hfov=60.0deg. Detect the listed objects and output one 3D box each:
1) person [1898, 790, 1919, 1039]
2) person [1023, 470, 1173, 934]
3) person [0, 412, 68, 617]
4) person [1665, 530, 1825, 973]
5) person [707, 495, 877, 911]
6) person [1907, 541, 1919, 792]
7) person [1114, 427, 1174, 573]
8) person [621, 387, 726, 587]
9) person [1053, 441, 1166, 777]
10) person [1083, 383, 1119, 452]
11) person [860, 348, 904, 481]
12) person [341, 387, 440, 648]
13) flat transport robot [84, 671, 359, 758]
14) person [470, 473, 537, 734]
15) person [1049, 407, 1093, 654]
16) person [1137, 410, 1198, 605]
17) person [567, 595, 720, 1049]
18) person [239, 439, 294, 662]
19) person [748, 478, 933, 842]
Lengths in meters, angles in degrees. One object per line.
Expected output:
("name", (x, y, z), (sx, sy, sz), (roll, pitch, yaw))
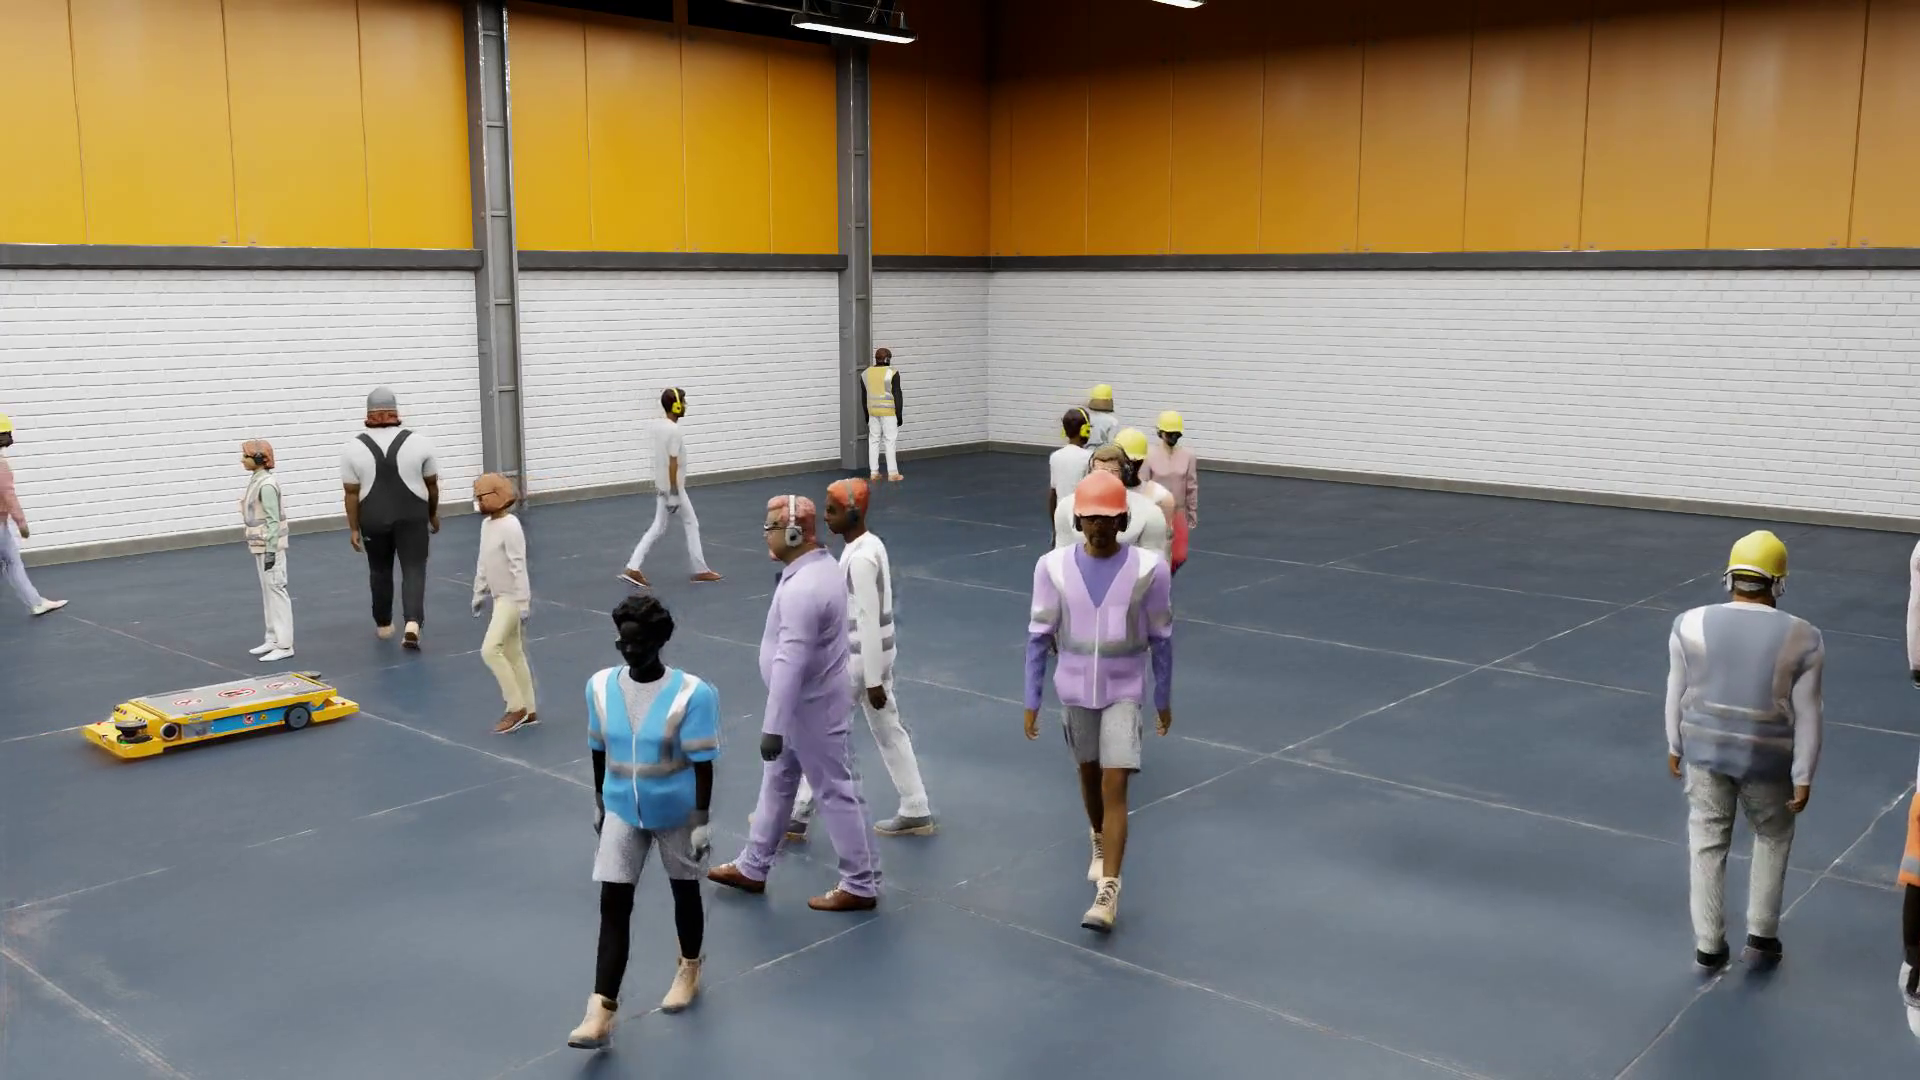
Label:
("person", (3.060, 1.237, 4.870), (0.552, 1.669, 0.777), (7, 11, 36))
("person", (0.610, 0.675, 7.395), (0.634, 1.984, 1.065), (2, 9, 15))
("person", (-7.801, -0.168, 13.489), (0.894, 1.722, 0.544), (-8, 12, -41))
("person", (3.192, 0.858, 6.795), (0.596, 1.814, 0.542), (6, 11, 32))
("person", (-0.793, 0.733, 7.381), (0.927, 1.863, 0.671), (0, 9, 1))
("person", (4.933, 0.614, 8.043), (0.402, 1.904, 0.639), (-6, 11, -33))
("person", (1.036, 0.236, 10.381), (0.599, 1.911, 0.636), (2, 9, 14))
("person", (-2.664, -0.477, 15.167), (0.975, 1.819, 0.532), (-6, 11, -32))
("person", (0.809, 0.417, 9.188), (0.652, 1.928, 0.434), (3, 9, 16))
("person", (1.399, -0.768, 17.281), (0.487, 1.721, 0.750), (5, 11, 30))
("person", (-1.052, -1.726, 22.941), (0.621, 1.838, 0.429), (5, 10, 27))
("person", (-4.341, -0.200, 12.716), (0.685, 2.000, 0.921), (-2, 9, -15))
("flat transport robot", (-4.570, 1.060, 10.339), (0.652, 0.197, 1.431), (9, 12, 43))
("person", (-2.850, 0.396, 10.313), (0.471, 1.613, 0.512), (-6, 11, -32))
("person", (0.866, -0.067, 12.474), (0.725, 1.849, 0.555), (-6, 11, -34))
("person", (1.705, -0.216, 13.734), (0.572, 1.740, 0.482), (-3, 10, -18))
("person", (-1.169, 1.035, 6.125), (0.557, 1.652, 0.836), (2, 9, 13))
("person", (-5.109, 0.072, 12.257), (0.315, 1.640, 0.514), (-5, 11, -31))
("person", (-0.565, 0.604, 8.296), (0.929, 1.835, 0.573), (1, 9, 4))
